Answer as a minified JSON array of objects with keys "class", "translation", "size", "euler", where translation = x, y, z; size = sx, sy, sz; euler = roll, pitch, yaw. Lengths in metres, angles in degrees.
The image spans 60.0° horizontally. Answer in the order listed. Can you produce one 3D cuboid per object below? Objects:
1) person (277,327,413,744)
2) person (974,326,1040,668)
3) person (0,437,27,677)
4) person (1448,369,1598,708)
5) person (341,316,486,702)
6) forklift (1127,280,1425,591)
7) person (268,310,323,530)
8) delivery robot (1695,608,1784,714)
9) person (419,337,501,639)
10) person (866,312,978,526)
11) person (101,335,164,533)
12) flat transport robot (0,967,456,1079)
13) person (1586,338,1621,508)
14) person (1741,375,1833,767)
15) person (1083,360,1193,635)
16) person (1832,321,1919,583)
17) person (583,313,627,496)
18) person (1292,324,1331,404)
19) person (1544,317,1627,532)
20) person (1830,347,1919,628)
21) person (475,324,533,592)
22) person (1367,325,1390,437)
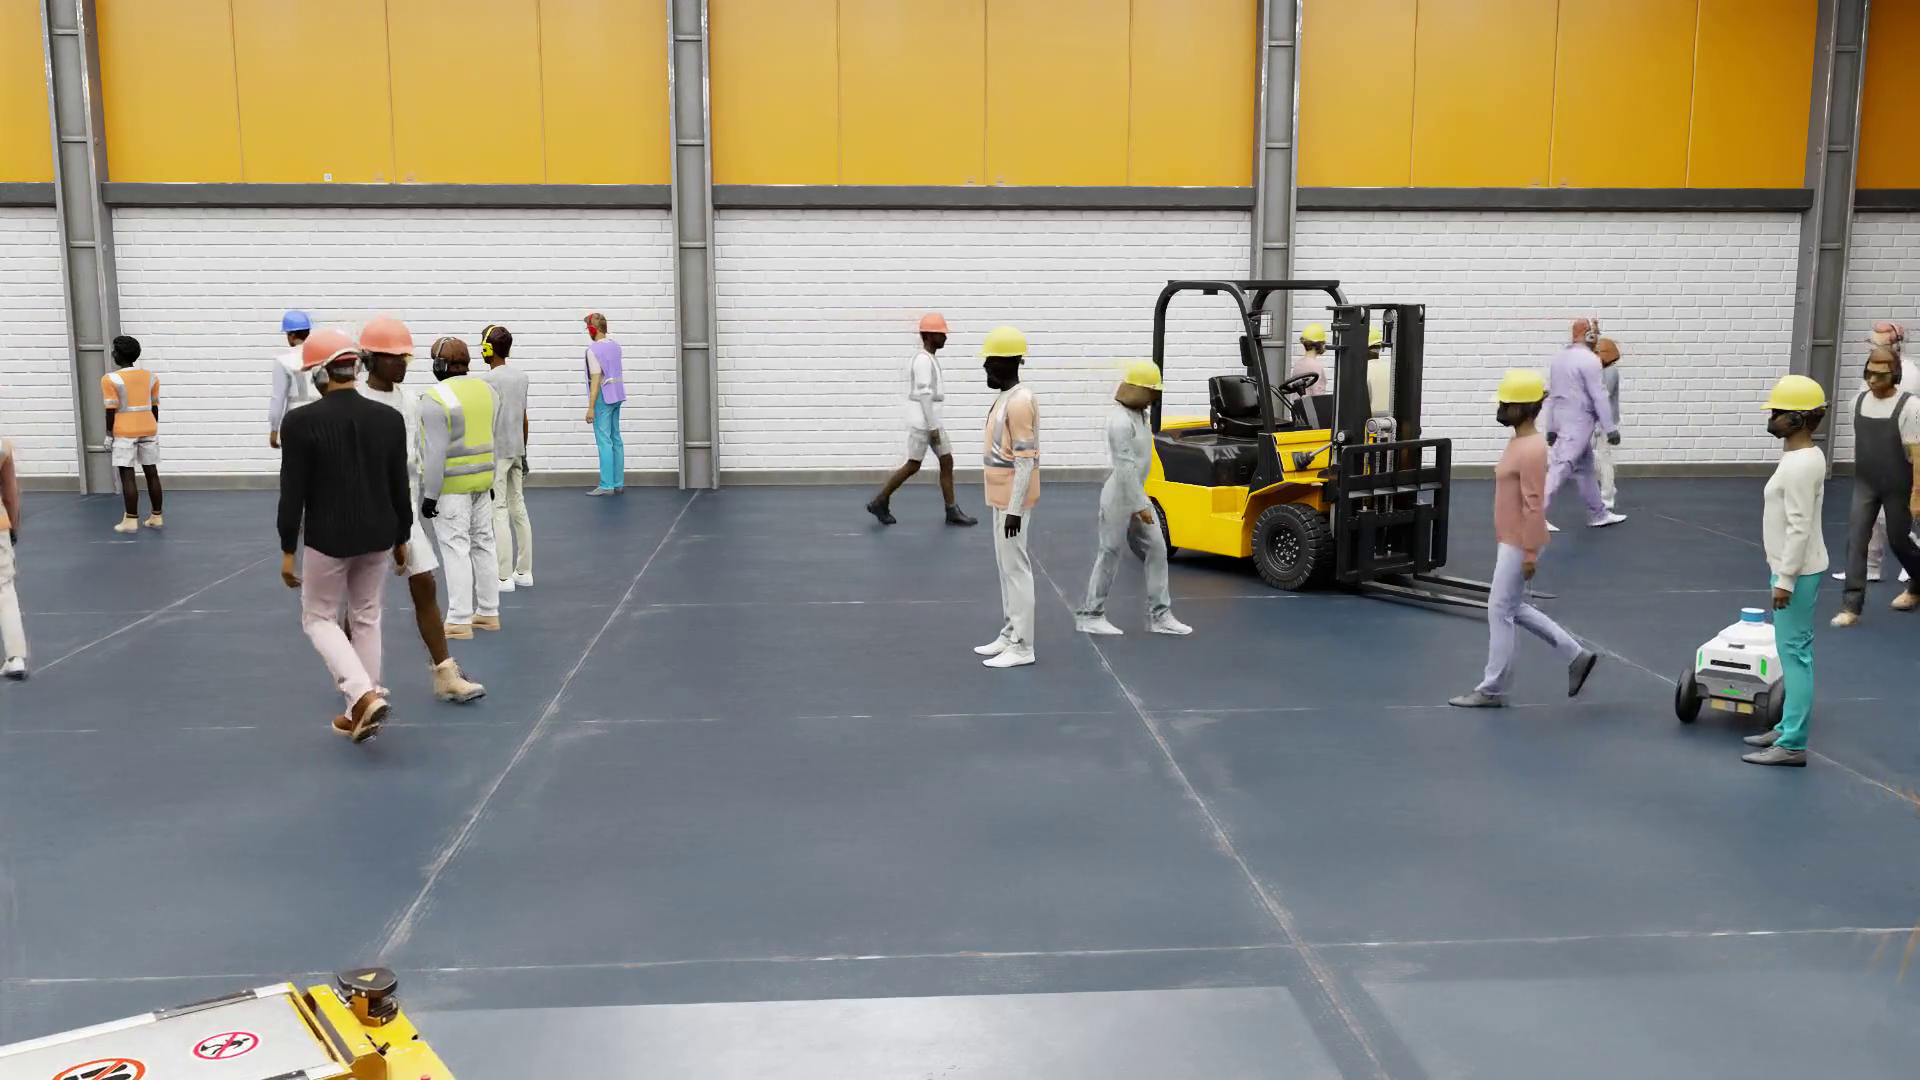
[{"class":"person","translation":[-2.830,0.005,7.745],"size":[0.589,1.971,0.647],"euler":[9,13,44]},{"class":"person","translation":[0.266,-0.242,9.429],"size":[0.368,1.926,0.594],"euler":[-1,9,-7]},{"class":"person","translation":[-5.459,-0.039,9.207],"size":[0.877,1.588,0.537],"euler":[7,11,38]},{"class":"person","translation":[2.879,0.007,8.415],"size":[0.651,1.748,0.536],"euler":[2,9,13]},{"class":"person","translation":[-2.893,-0.133,8.508],"size":[0.829,2.005,0.629],"euler":[5,10,28]},{"class":"forklift","translation":[2.301,-0.860,12.475],"size":[1.214,2.155,2.313],"euler":[-6,11,-35]},{"class":"person","translation":[-5.615,-0.983,14.151],"size":[0.893,1.906,0.622],"euler":[6,11,31]},{"class":"delivery robot","translation":[3.916,0.581,8.250],"size":[0.477,0.478,0.707],"euler":[8,12,38]},{"class":"person","translation":[-3.075,-0.318,10.179],"size":[0.429,1.842,0.630],"euler":[4,10,23]},{"class":"person","translation":[-0.354,-1.055,14.650],"size":[0.949,1.903,0.543],"euler":[2,9,11]},{"class":"person","translation":[-7.144,-0.909,14.352],"size":[0.318,1.696,0.560],"euler":[5,10,27]},{"class":"flat transport robot","translation":[-2.076,1.419,4.189],"size":[1.431,0.197,0.652],"euler":[-6,11,-34]},{"class":"person","translation":[6.098,-1.105,15.818],"size":[0.364,1.620,0.509],"euler":[1,9,9]},{"class":"person","translation":[3.744,0.142,7.526],"size":[0.325,1.769,0.524],"euler":[5,10,30]},{"class":"person","translation":[1.076,-0.229,10.073],"size":[0.800,1.704,0.475],"euler":[5,10,29]},{"class":"person","translation":[6.560,-0.595,11.760],"size":[0.506,1.891,0.721],"euler":[1,9,9]},{"class":"person","translation":[-3.559,-1.351,16.677],"size":[0.392,1.837,0.563],"euler":[3,9,16]},{"class":"person","translation":[3.240,-1.100,15.388],"size":[0.413,1.769,0.540],"euler":[-2,9,-13]},{"class":"person","translation":[5.349,-0.988,14.370],"size":[1.014,1.853,0.657],"euler":[-1,9,-4]},{"class":"person","translation":[5.955,-0.345,10.587],"size":[0.947,1.788,0.529],"euler":[-6,11,-31]},{"class":"person","translation":[-3.224,-0.570,11.675],"size":[0.325,1.871,0.521],"euler":[4,10,23]},{"class":"person","translation":[3.257,-0.810,13.334],"size":[0.593,1.824,0.403],"euler":[-5,10,-28]}]
